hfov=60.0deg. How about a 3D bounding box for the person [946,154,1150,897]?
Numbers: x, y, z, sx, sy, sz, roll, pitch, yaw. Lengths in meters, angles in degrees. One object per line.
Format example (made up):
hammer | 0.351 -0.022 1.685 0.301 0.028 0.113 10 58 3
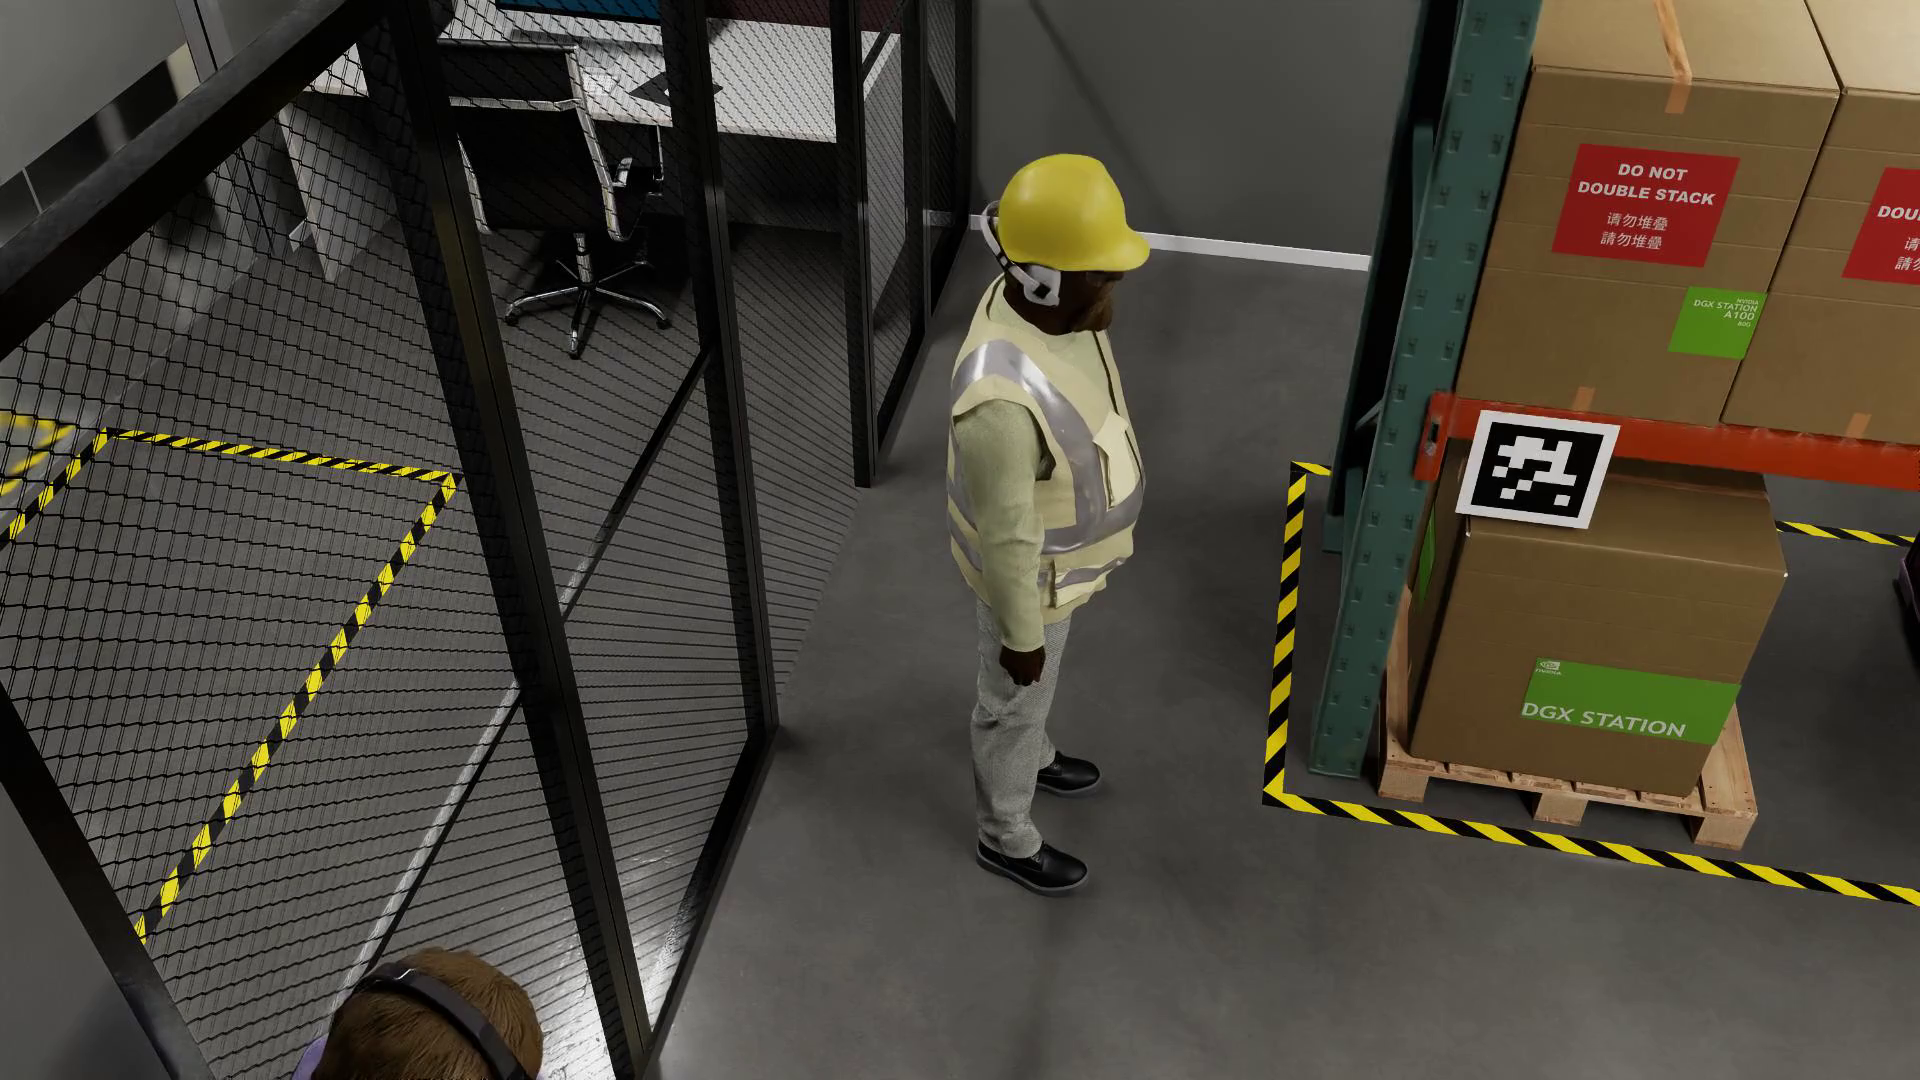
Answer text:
person | 0.180 0.016 3.561 0.404 1.830 0.590 7 42 8

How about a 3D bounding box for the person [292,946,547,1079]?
person | -0.521 1.153 2.170 0.629 1.940 0.373 19 44 20
